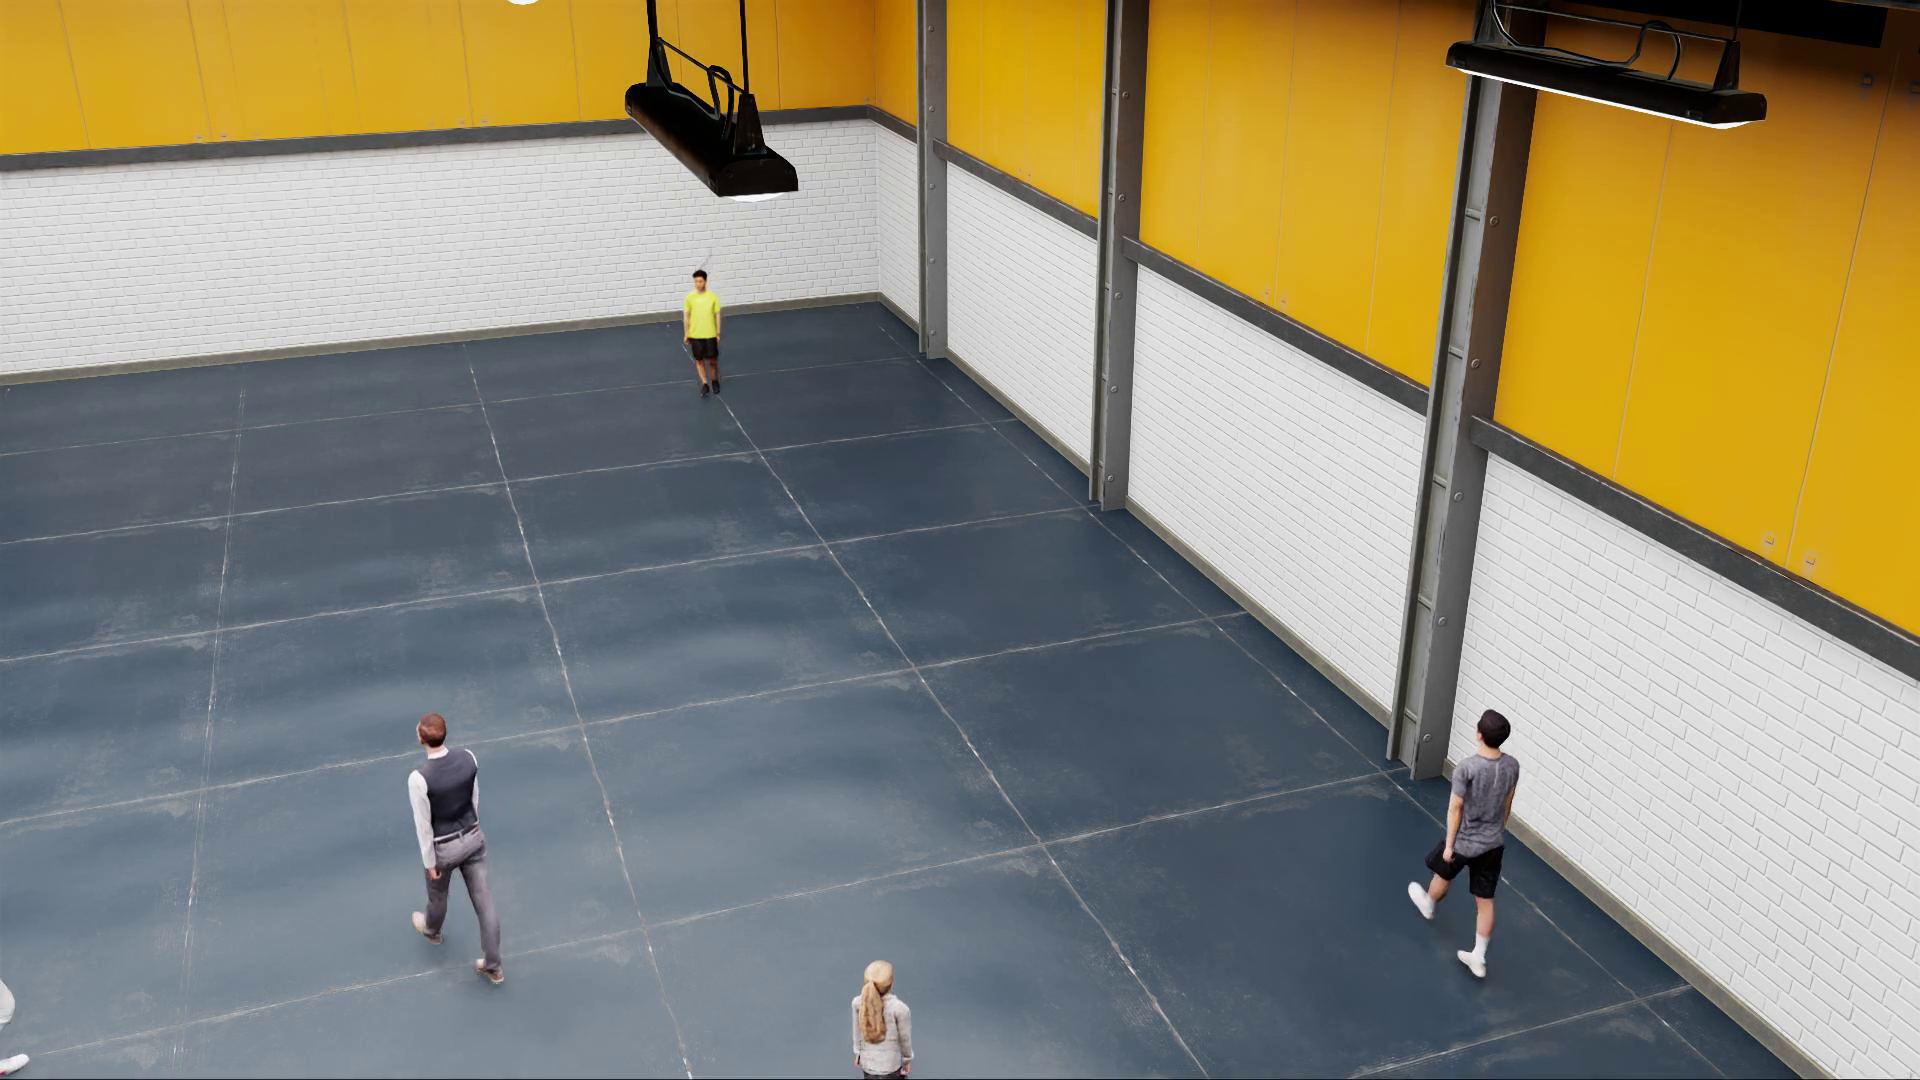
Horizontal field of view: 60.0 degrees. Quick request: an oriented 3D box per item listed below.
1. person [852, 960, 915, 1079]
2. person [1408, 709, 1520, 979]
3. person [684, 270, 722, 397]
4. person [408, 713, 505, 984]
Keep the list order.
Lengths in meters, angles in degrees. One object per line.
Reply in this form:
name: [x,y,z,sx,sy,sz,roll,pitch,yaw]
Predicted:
person: [-0.460,2.963,9.439,0.752,1.266,0.847,7,25,15]
person: [3.421,2.019,10.884,0.793,1.837,1.175,-5,24,-11]
person: [-3.393,-2.753,21.981,0.725,1.695,0.737,0,24,0]
person: [-3.220,2.028,10.789,0.968,1.897,1.253,-20,30,-37]
